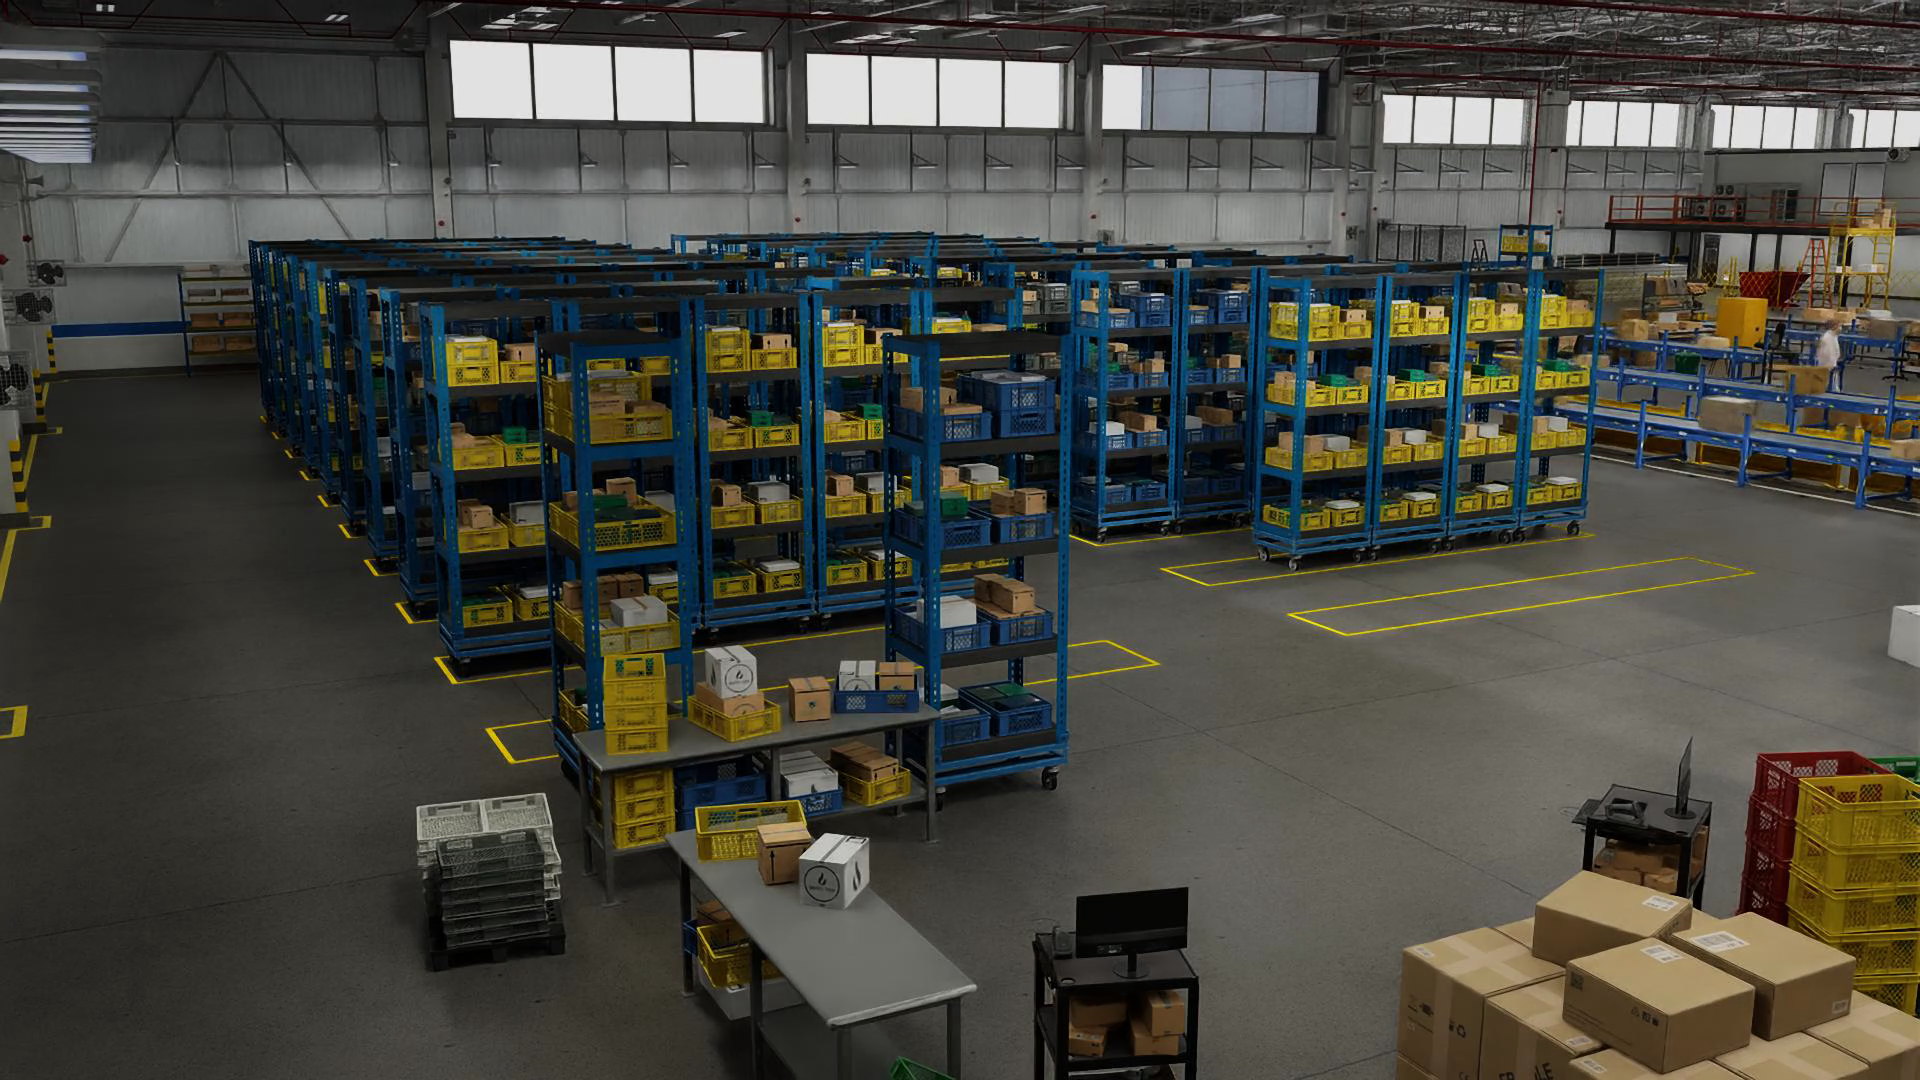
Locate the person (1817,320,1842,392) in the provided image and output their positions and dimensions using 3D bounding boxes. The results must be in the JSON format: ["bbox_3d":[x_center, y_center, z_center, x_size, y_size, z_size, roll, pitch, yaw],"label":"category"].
[{"bbox_3d":[18.537,-3.717,35.285,0.920,1.865,0.654,9,15,36],"label":"person"}]

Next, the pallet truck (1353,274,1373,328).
[{"bbox_3d":[13.011,-8.050,55.243,0.823,1.965,1.885,-7,14,-28],"label":"pallet truck"}]
